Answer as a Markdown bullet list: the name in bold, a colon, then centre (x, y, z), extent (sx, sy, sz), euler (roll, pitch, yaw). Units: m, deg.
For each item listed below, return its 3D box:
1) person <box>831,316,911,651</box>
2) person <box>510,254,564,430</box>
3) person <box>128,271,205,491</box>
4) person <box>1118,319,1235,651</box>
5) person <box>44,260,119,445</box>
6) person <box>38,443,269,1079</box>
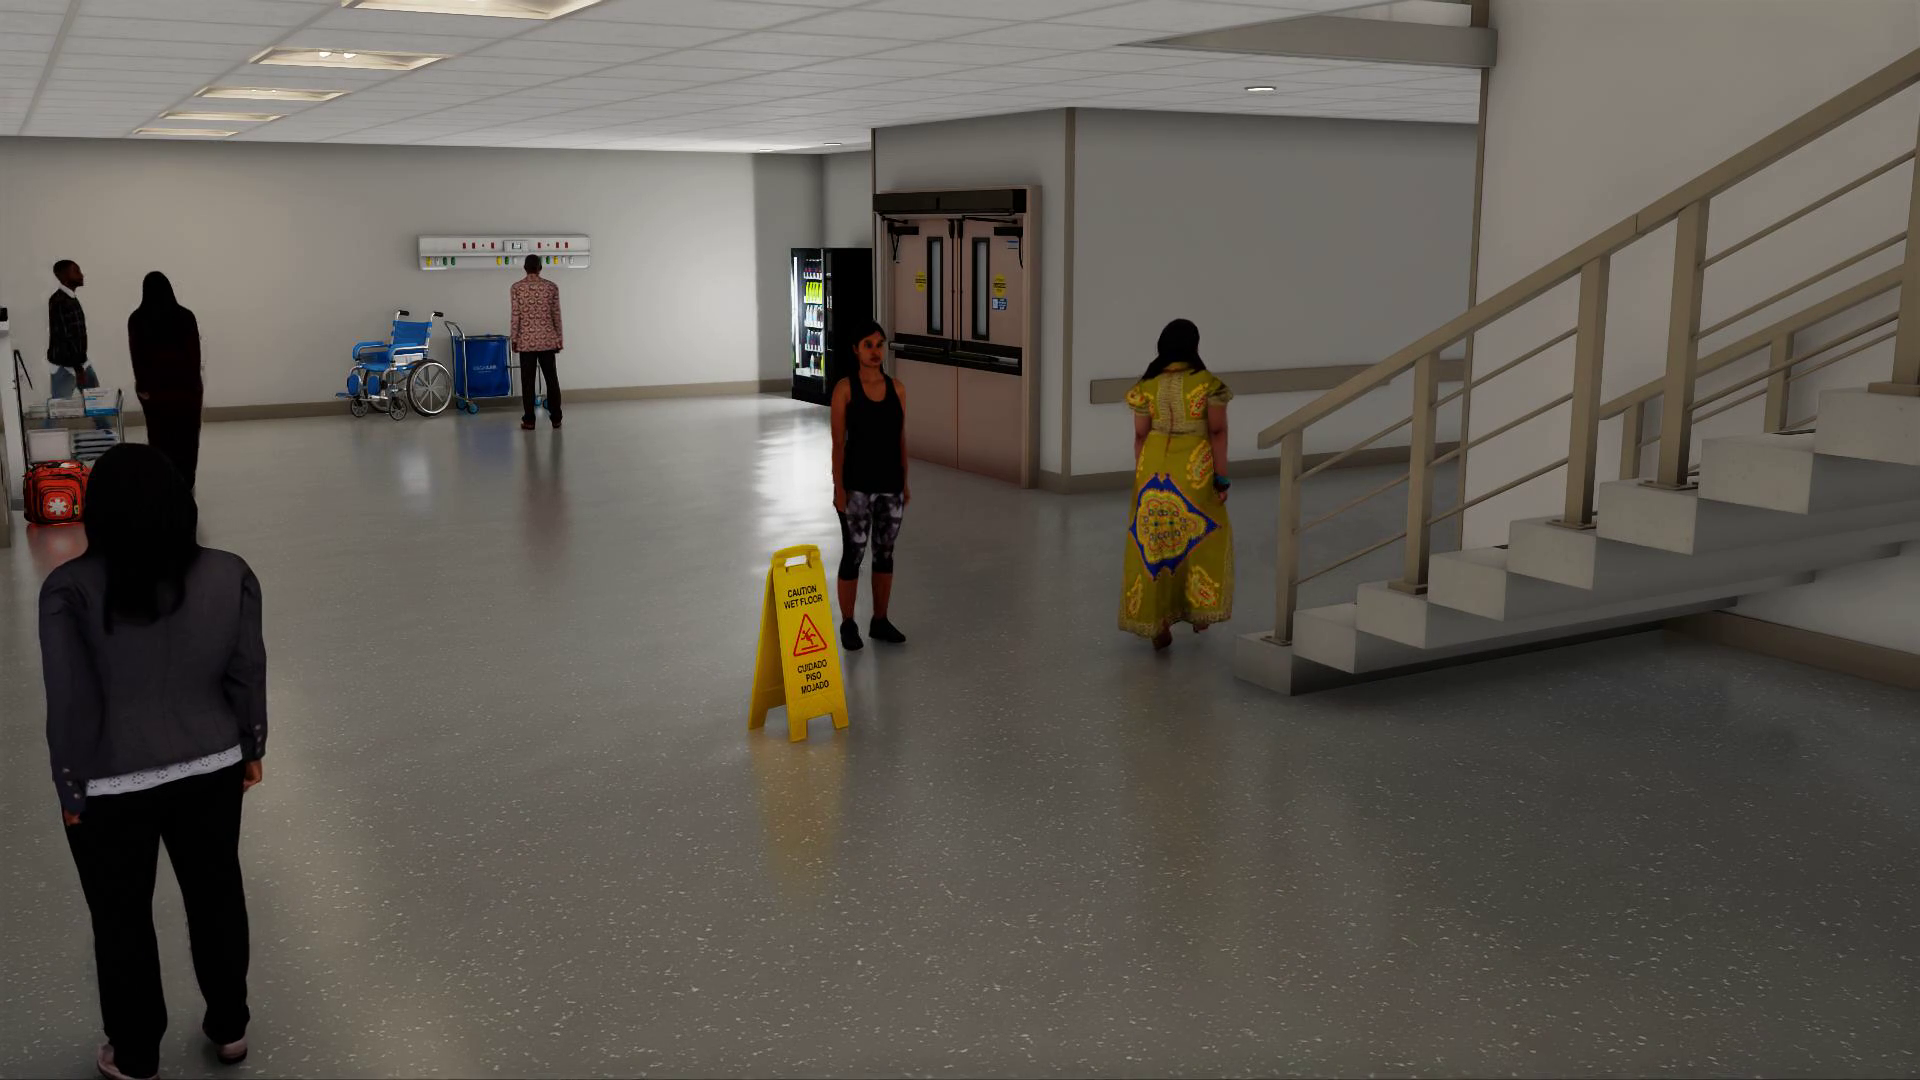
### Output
- **person**: centre (-0.454, -0.293, 8.384), extent (0.586, 1.663, 0.502), euler (-7, 13, -32)
- **person**: centre (-4.422, -2.073, 17.376), extent (0.716, 1.808, 0.611), euler (-5, 12, -23)
- **person**: centre (-6.140, -1.189, 12.954), extent (0.726, 1.720, 1.102), euler (-5, 12, -23)
- **person**: centre (1.076, -0.256, 8.266), extent (1.121, 1.634, 1.169), euler (3, 11, 16)
- **person**: centre (-7.805, -1.492, 14.387), extent (0.999, 1.781, 1.114), euler (-2, 11, -10)
- **person**: centre (-1.981, 0.555, 4.094), extent (0.737, 1.597, 0.737), euler (-10, 15, -43)
